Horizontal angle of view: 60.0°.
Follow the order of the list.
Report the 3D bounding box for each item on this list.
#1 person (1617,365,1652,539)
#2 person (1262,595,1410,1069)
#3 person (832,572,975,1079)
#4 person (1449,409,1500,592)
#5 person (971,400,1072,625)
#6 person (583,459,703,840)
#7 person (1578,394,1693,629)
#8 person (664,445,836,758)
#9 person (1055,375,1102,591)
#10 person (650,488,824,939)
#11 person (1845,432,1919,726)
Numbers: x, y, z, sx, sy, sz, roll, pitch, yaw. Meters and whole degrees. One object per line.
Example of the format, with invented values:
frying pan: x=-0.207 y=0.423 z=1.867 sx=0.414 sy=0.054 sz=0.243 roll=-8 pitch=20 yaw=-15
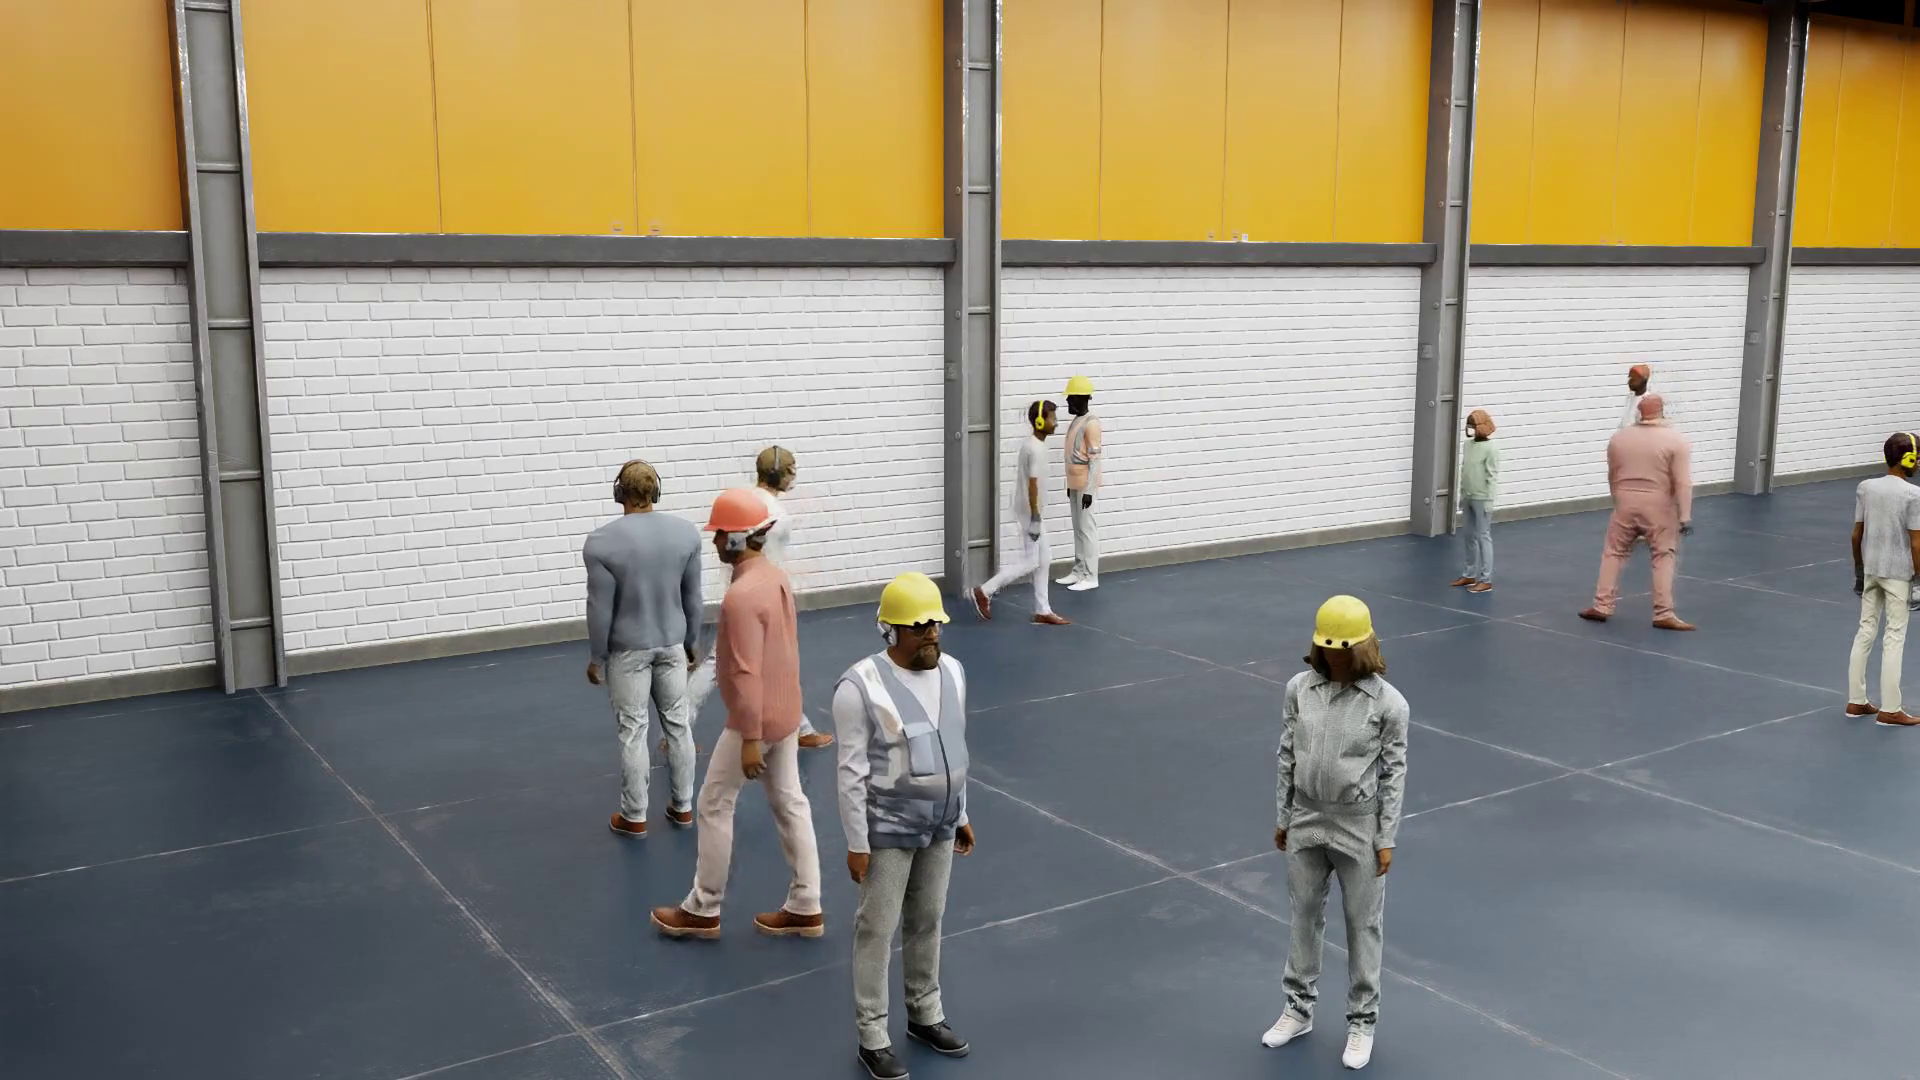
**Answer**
person: x=7.086 y=-0.912 z=17.545 sx=0.620 sy=1.866 sz=0.597 roll=0 pitch=9 yaw=-1
person: x=1.371 y=1.051 z=6.080 sx=0.485 sy=1.740 sz=0.303 roll=6 pitch=11 yaw=34
person: x=-0.175 y=1.017 z=6.001 sx=0.587 sy=1.835 sz=0.403 roll=-9 pitch=13 yaw=-43
person: x=4.620 y=-0.353 z=14.874 sx=0.279 sy=1.627 sz=0.515 roll=-3 pitch=10 yaw=-16
person: x=0.502 y=-0.209 z=13.371 sx=0.739 sy=1.845 sz=0.524 roll=1 pitch=9 yaw=4
person: x=-1.606 y=0.554 z=8.474 sx=0.627 sy=1.940 sz=0.371 roll=-6 pitch=11 yaw=-31
person: x=5.506 y=-0.229 z=13.391 sx=0.913 sy=1.879 sz=0.406 roll=8 pitch=13 yaw=41
person: x=-1.280 y=0.375 z=9.779 sx=1.052 sy=1.883 sz=0.673 roll=-5 pitch=11 yaw=-28
person: x=1.082 y=-0.510 z=14.916 sx=0.369 sy=1.928 sz=0.585 roll=-2 pitch=10 yaw=-13
person: x=-0.983 y=0.755 z=7.169 sx=0.866 sy=1.960 sz=0.665 roll=2 pitch=10 yaw=13
person: x=5.908 y=0.244 z=10.571 sx=0.327 sy=1.865 sz=0.520 roll=-4 pitch=10 yaw=-20
